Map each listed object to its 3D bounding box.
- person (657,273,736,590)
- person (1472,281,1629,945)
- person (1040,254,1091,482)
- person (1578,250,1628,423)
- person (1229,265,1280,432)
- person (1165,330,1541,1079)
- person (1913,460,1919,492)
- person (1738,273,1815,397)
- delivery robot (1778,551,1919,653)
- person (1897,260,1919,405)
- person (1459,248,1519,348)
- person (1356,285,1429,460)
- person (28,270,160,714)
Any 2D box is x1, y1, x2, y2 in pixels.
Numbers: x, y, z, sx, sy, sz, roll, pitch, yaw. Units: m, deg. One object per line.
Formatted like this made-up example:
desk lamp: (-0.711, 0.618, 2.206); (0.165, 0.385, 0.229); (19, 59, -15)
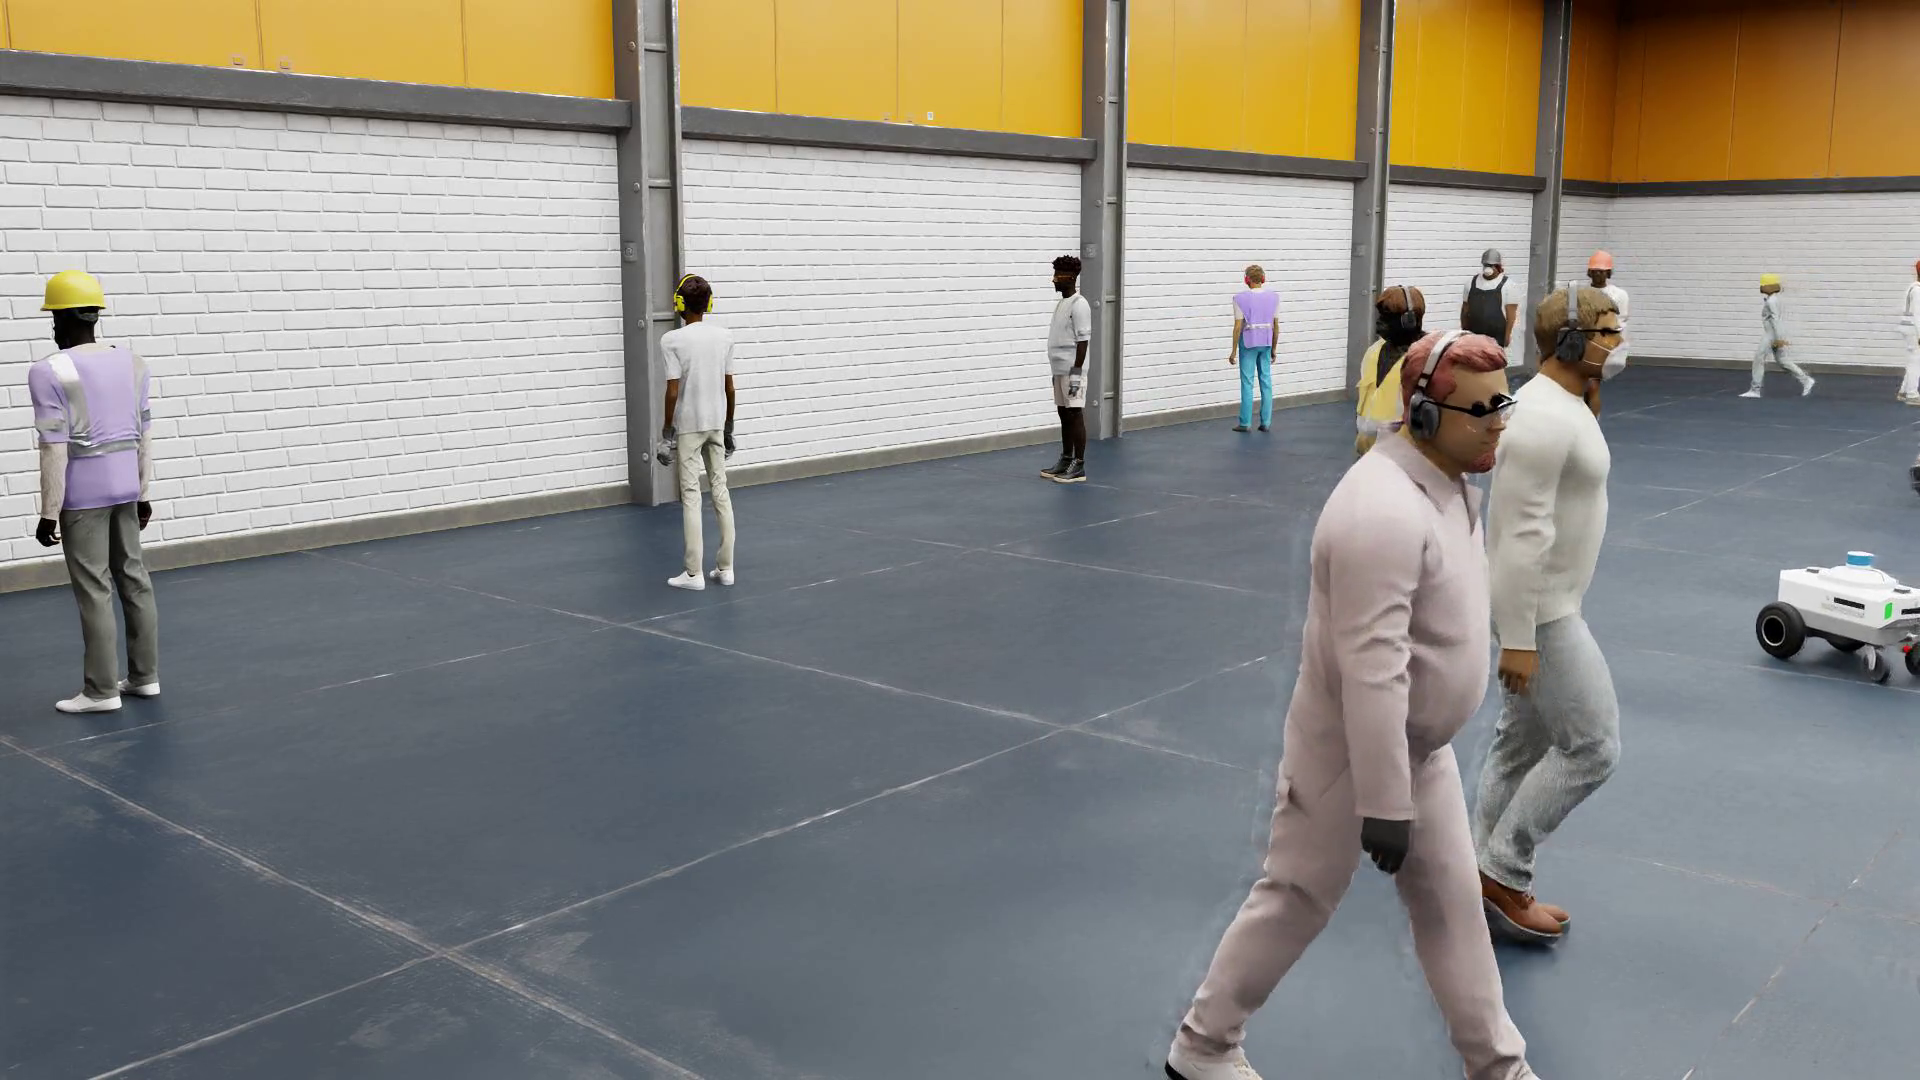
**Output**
person: (-1.566, -0.637, 9.892); (0.520, 1.873, 0.328); (-8, 13, -40)
person: (1.696, 0.227, 4.805); (0.468, 1.925, 0.650); (4, 11, 23)
person: (0.935, -1.488, 14.468); (0.368, 1.966, 0.602); (-3, 10, -15)
person: (6.601, -2.000, 17.283); (0.617, 2.013, 0.943); (8, 13, 38)
person: (3.244, -2.096, 18.295); (0.563, 1.837, 0.389); (-3, 10, -17)
person: (0.947, 0.465, 3.697); (1.020, 1.854, 0.680); (6, 12, 31)
person: (7.949, -1.228, 13.173); (0.627, 1.910, 0.633); (-5, 11, -27)
person: (11.109, -2.758, 22.487); (0.844, 1.704, 0.497); (7, 12, 34)
delivery robot: (4.325, 0.300, 8.035); (0.477, 0.478, 0.707); (-3, 11, -18)
person: (12.398, -2.680, 21.508); (0.424, 1.876, 0.628); (6, 11, 29)
person: (6.596, -2.647, 20.852); (0.712, 2.000, 0.538); (7, 12, 34)
person: (2.219, -0.367, 8.446); (0.429, 1.840, 0.630); (-5, 11, -26)
person: (-3.783, -0.204, 7.263); (0.366, 1.926, 0.593); (3, 10, 18)
